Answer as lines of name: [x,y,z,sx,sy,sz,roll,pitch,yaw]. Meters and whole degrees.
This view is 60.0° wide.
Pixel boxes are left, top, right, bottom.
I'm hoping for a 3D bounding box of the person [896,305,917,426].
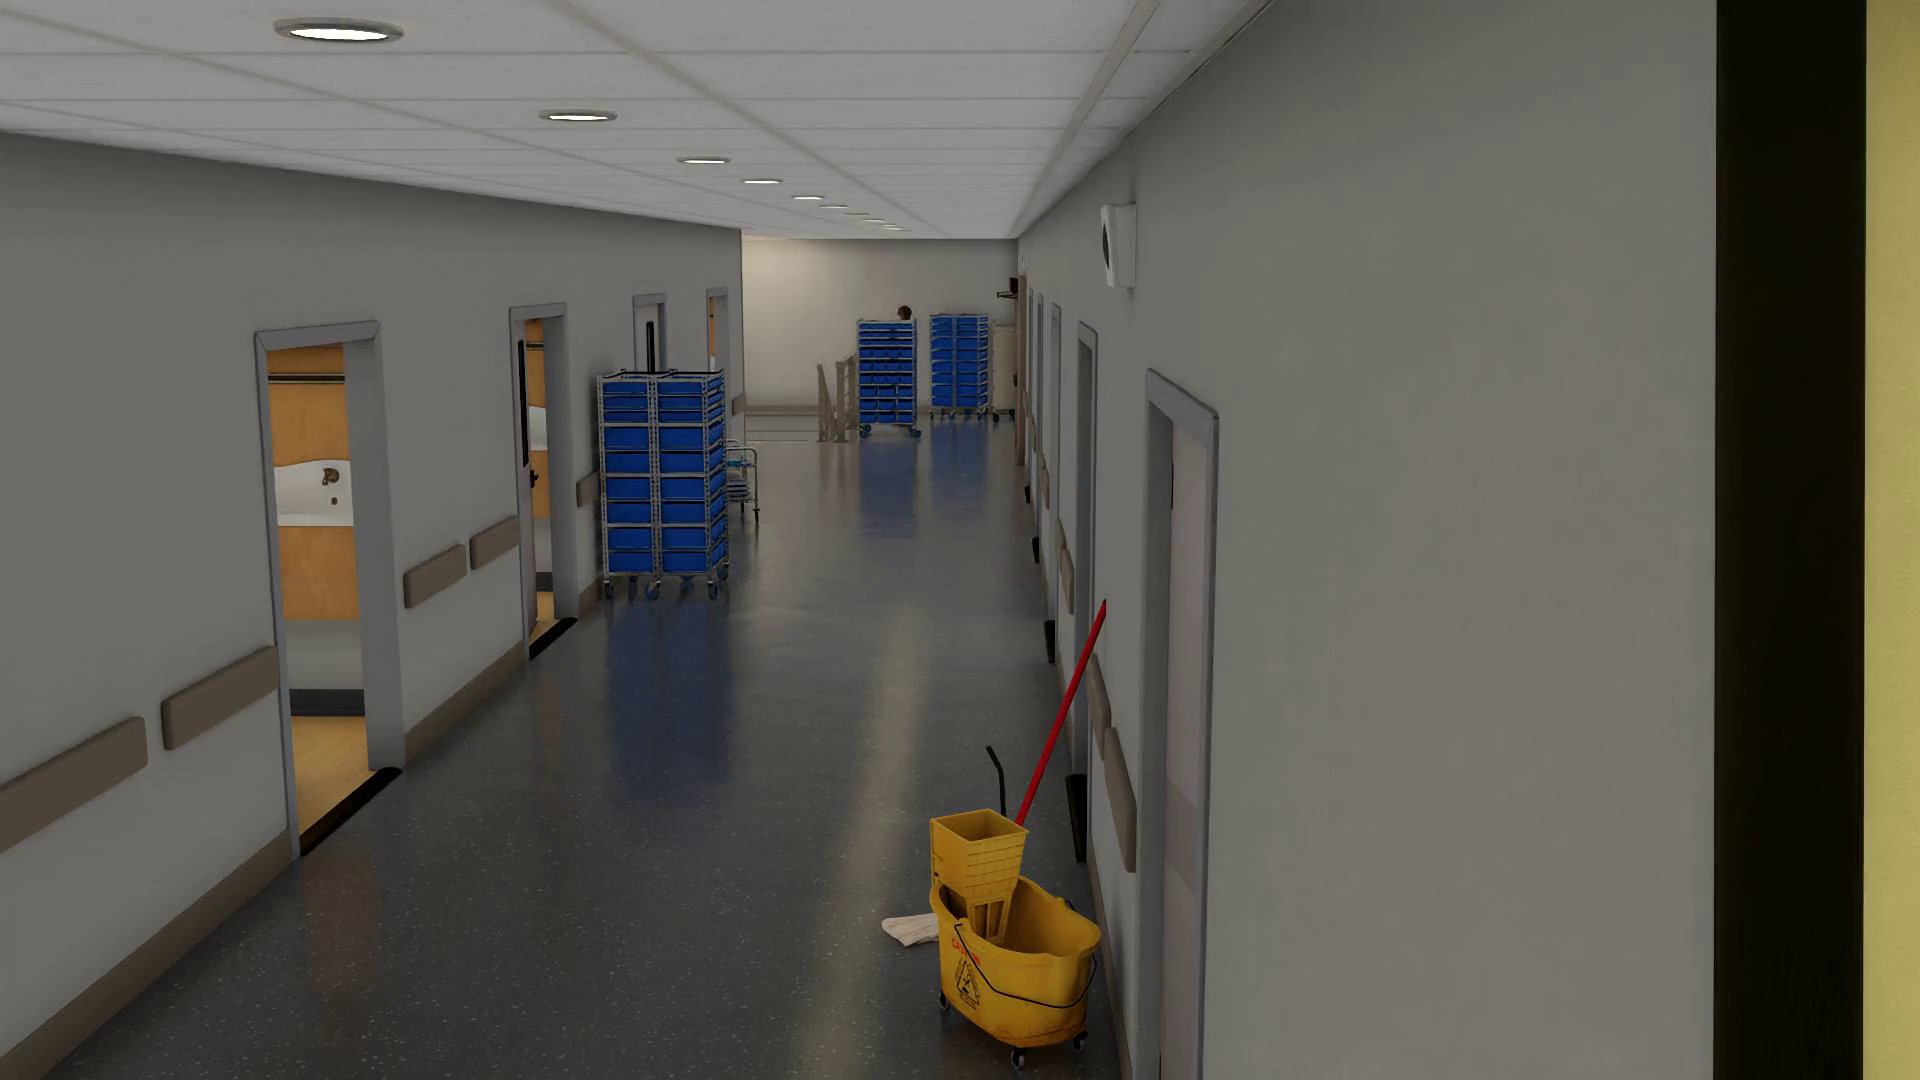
person: [-0.879,-2.793,26.703,0.372,1.940,0.630,-4,10,-21]
